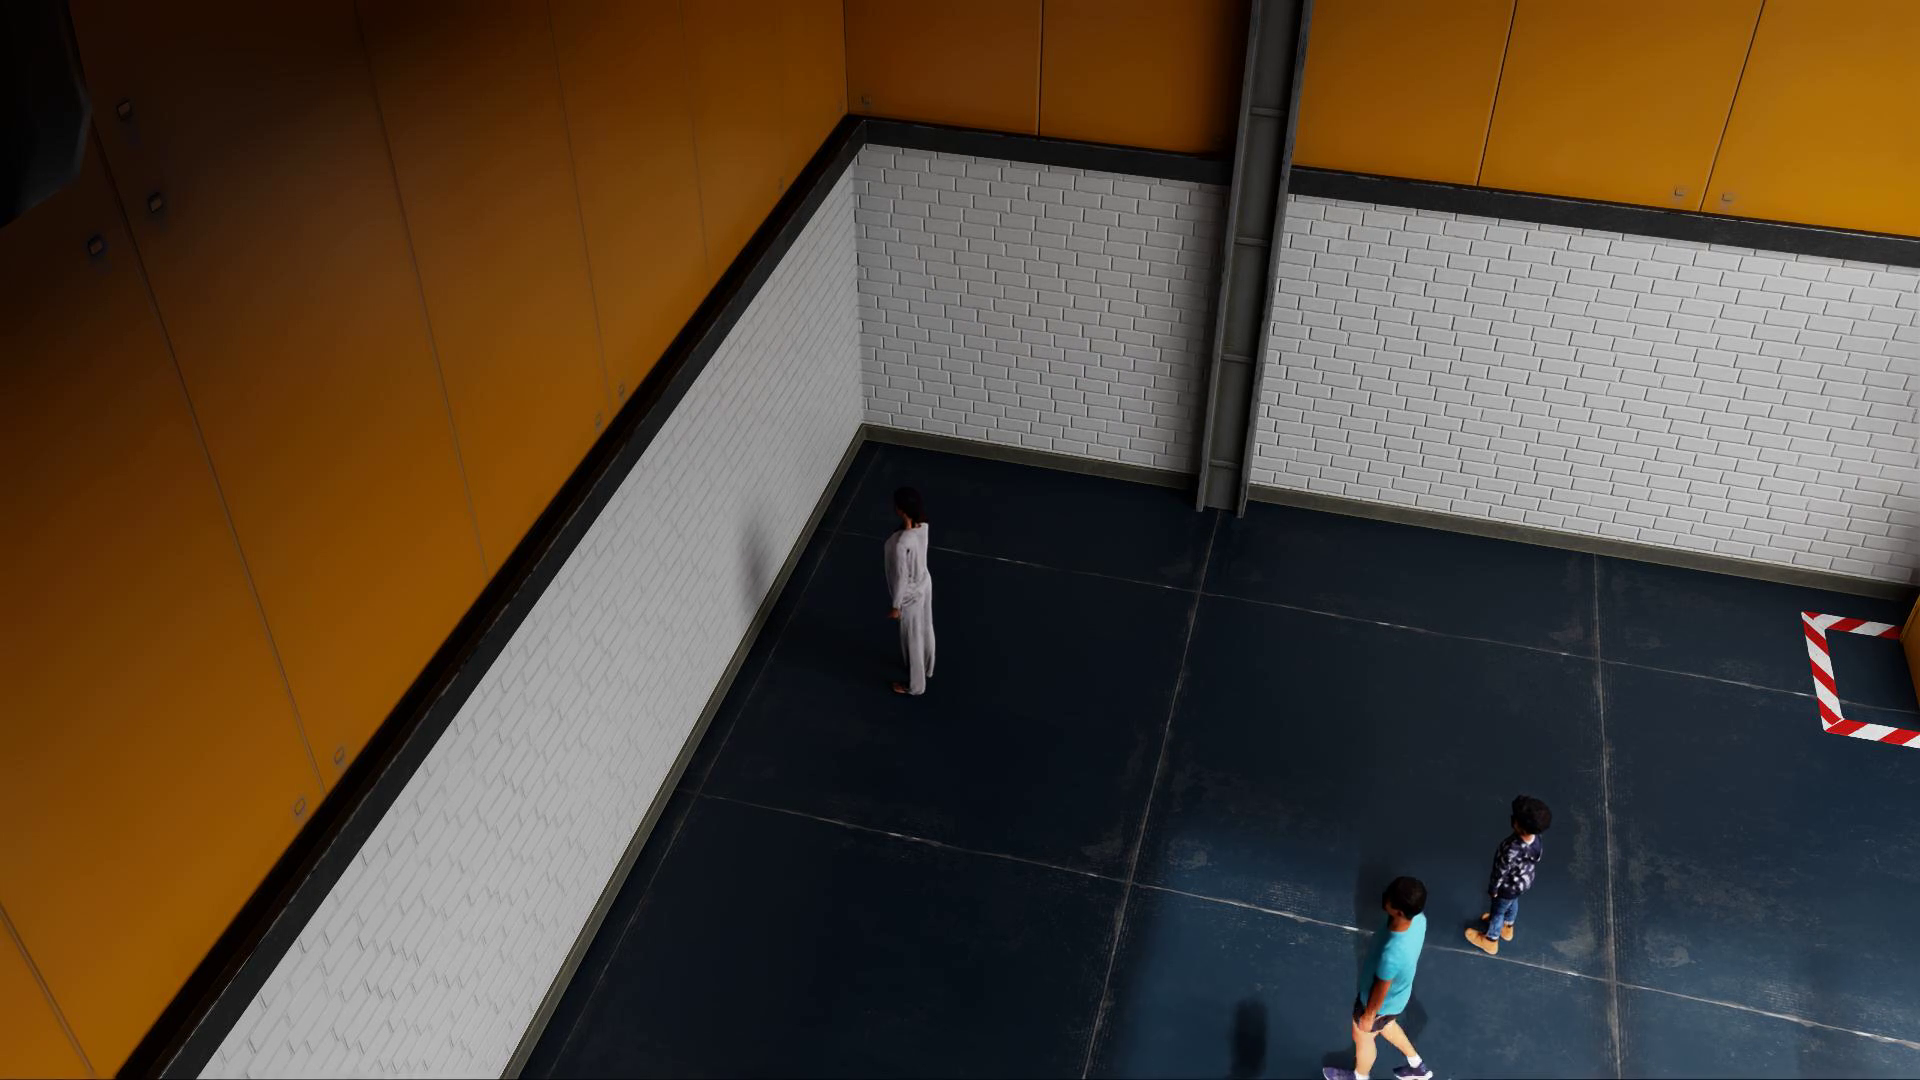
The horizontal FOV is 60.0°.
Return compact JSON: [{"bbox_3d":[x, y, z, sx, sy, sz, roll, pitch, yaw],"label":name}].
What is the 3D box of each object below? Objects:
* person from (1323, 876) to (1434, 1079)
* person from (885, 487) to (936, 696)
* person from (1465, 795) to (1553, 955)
[{"bbox_3d":[2.382,2.487,9.010,0.856,1.761,0.701,17,42,20],"label":"person"},{"bbox_3d":[-0.333,0.356,11.668,0.564,1.773,0.618,15,41,18],"label":"person"},{"bbox_3d":[3.326,2.012,10.015,0.576,1.250,0.613,-30,48,-32],"label":"person"}]
